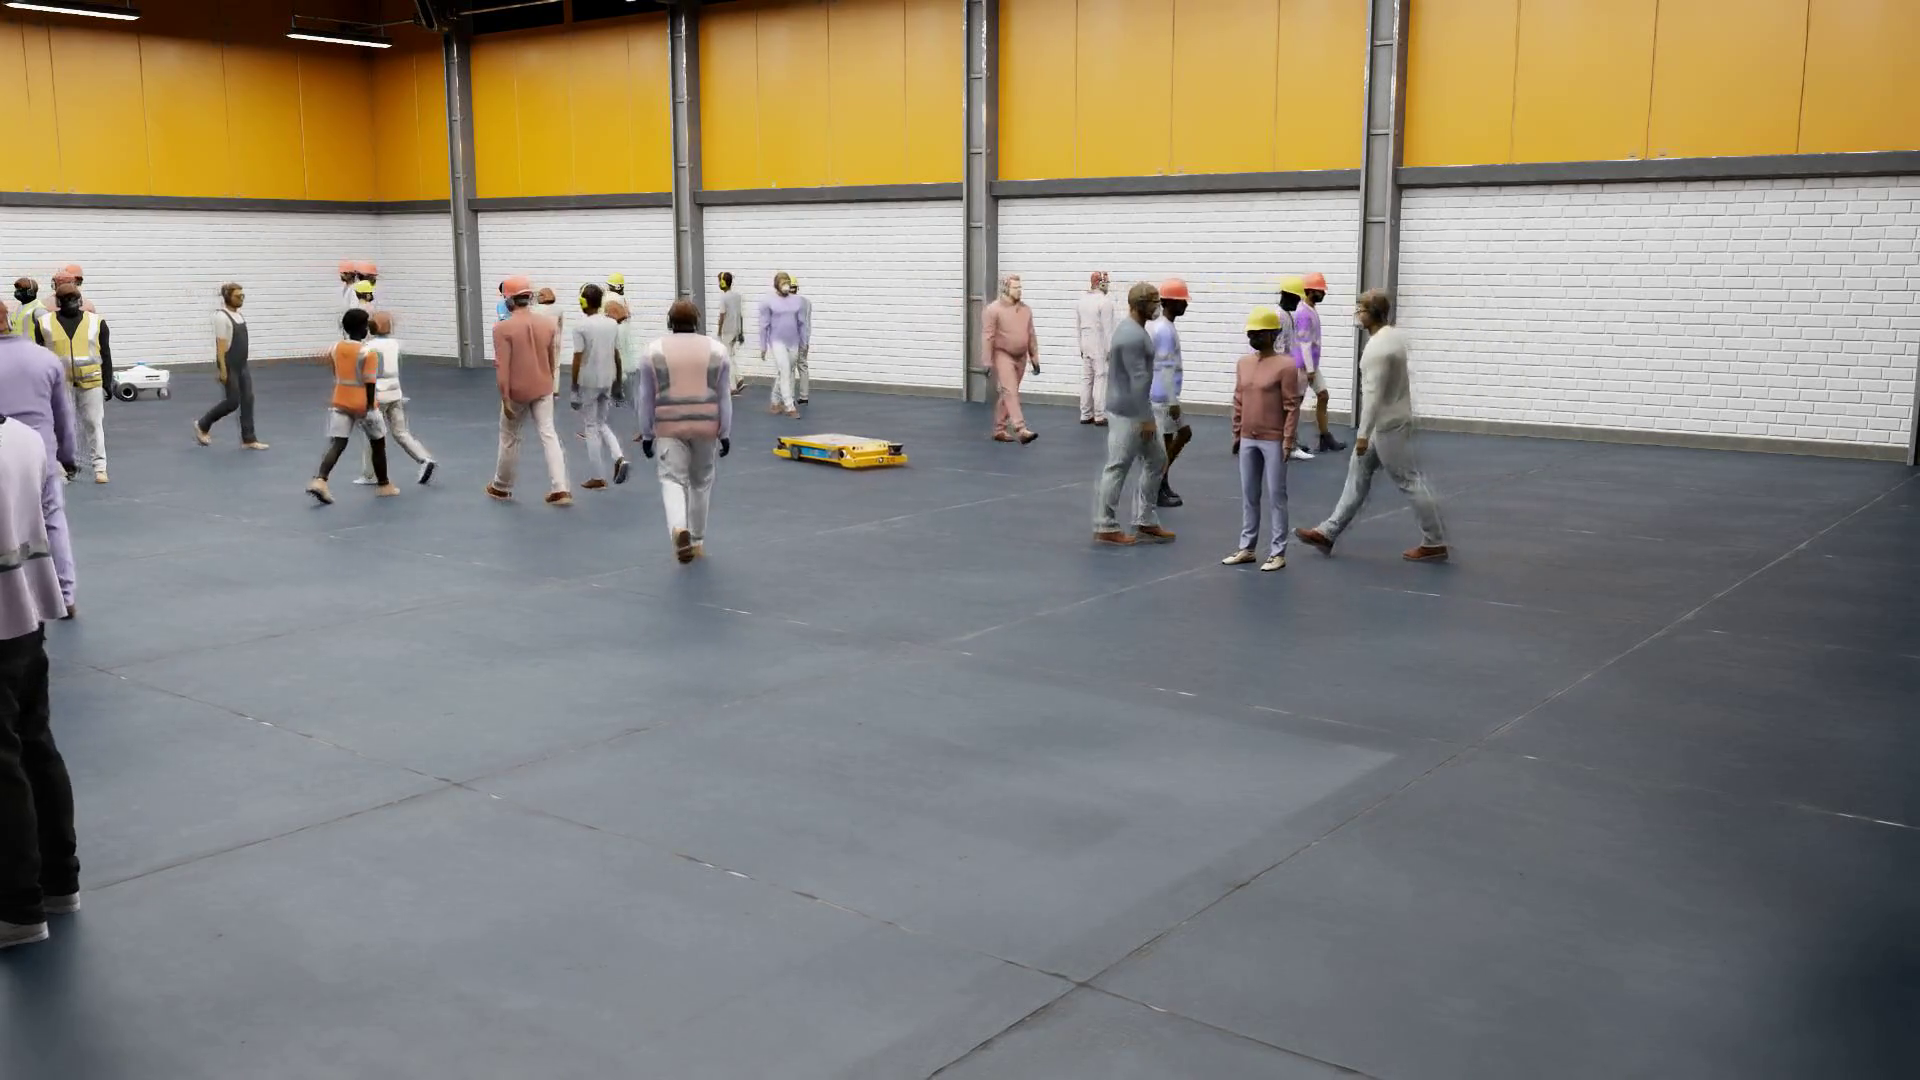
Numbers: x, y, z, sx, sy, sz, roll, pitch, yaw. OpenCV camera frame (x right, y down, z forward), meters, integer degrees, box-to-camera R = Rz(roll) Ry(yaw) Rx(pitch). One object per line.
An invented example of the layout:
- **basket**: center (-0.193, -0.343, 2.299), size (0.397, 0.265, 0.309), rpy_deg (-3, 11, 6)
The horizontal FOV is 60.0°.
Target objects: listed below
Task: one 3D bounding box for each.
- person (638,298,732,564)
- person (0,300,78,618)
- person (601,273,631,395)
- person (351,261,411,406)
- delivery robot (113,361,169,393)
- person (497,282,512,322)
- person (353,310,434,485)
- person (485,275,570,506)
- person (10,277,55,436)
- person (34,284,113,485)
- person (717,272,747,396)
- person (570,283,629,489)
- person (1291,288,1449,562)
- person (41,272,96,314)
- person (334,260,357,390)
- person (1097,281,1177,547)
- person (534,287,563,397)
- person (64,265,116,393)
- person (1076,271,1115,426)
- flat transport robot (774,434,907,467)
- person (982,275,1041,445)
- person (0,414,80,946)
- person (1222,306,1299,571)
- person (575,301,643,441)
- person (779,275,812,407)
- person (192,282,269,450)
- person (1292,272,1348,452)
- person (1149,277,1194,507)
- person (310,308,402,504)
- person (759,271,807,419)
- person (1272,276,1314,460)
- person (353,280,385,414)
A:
- **person**: center (-1.864, -0.736, 11.346), size (0.631, 1.821, 0.770), rpy_deg (-3, 10, -15)
- **person**: center (-5.531, -0.469, 9.666), size (0.867, 1.851, 0.770), rpy_deg (8, 12, 38)
- **person**: center (-5.156, -3.093, 25.015), size (0.404, 1.835, 0.590), rpy_deg (-8, 13, -39)
- **person**: center (-8.031, -2.808, 22.832), size (0.930, 2.003, 0.635), rpy_deg (-8, 13, -40)
- **delivery robot**: center (-11.860, -2.345, 24.102), size (0.707, 0.478, 0.477), rpy_deg (-7, 12, -34)
- **person**: center (-7.169, -3.268, 26.423), size (0.318, 1.700, 0.535), rpy_deg (1, 10, 3)
- **person**: center (-5.198, -1.287, 15.151), size (0.750, 1.610, 0.525), rpy_deg (3, 10, 18)
- **person**: center (-3.658, -1.255, 14.035), size (0.615, 1.944, 1.045), rpy_deg (-9, 13, -42)
- **person**: center (-10.730, -2.103, 19.222), size (0.625, 1.846, 0.429), rpy_deg (7, 12, 35)
- **person**: center (-8.132, -1.426, 15.285), size (0.633, 1.841, 0.429), rpy_deg (-5, 11, -25)
- **person**: center (-3.453, -3.068, 24.818), size (0.396, 1.850, 0.538), rpy_deg (5, 11, 28)
- **person**: center (-3.234, -1.364, 14.876), size (0.477, 1.856, 0.545), rpy_deg (8, 12, 38)
- **person**: center (2.867, -0.782, 11.423), size (1.082, 1.871, 0.642), rpy_deg (3, 10, 16)
- **person**: center (-10.396, -2.164, 19.396), size (0.641, 1.908, 0.407), rpy_deg (-9, 13, -43)
- **person**: center (-9.413, -3.348, 25.944), size (0.759, 2.028, 0.619), rpy_deg (-7, 12, -35)
- **person**: center (1.320, -0.890, 11.951), size (0.725, 1.911, 0.646), rpy_deg (2, 10, 13)
- **person**: center (-6.062, -2.898, 24.502), size (0.344, 1.629, 0.528), rpy_deg (9, 13, 41)
- **person**: center (-13.200, -3.150, 25.006), size (1.019, 1.938, 0.657), rpy_deg (-5, 11, -26)
- **person**: center (1.715, -2.364, 20.557), size (0.407, 1.906, 0.655), rpy_deg (-6, 11, -31)
- **flat transport robot**: center (-1.233, -0.924, 16.932), size (0.652, 0.197, 1.431), rpy_deg (-8, 13, -39)
- **person**: center (0.652, -1.986, 18.455), size (0.674, 1.863, 0.932), rpy_deg (-8, 13, -41)
- **person**: center (-2.962, 0.295, 5.093), size (0.381, 1.911, 0.624), rpy_deg (0, 10, -3)
- **person**: center (2.022, -0.675, 11.132), size (0.331, 1.768, 0.526), rpy_deg (-8, 13, -39)
- **person**: center (-3.879, -1.872, 18.636), size (0.870, 1.588, 0.505), rpy_deg (-1, 10, -4)
- **person**: center (-2.328, -2.760, 23.095), size (0.588, 1.827, 0.404), rpy_deg (-9, 13, -42)
- **person**: center (-7.862, -1.851, 17.830), size (0.707, 1.826, 0.510), rpy_deg (0, 10, 3)
- **person**: center (3.791, -1.857, 17.582), size (0.822, 1.909, 0.582), rpy_deg (4, 11, 22)
- **person**: center (1.752, -1.221, 13.865), size (0.442, 1.916, 0.566), rpy_deg (1, 10, 6)
- **person**: center (-5.181, -1.141, 14.153), size (0.523, 1.662, 0.857), rpy_deg (4, 10, 21)
- **person**: center (-2.308, -2.537, 21.596), size (0.639, 1.901, 0.976), rpy_deg (-6, 12, -33)
- **person**: center (3.320, -1.723, 16.856), size (0.763, 1.887, 0.623), rpy_deg (4, 11, 23)
- **person**: center (-7.843, -2.540, 21.988), size (0.319, 1.769, 0.523), rpy_deg (-6, 11, -31)
